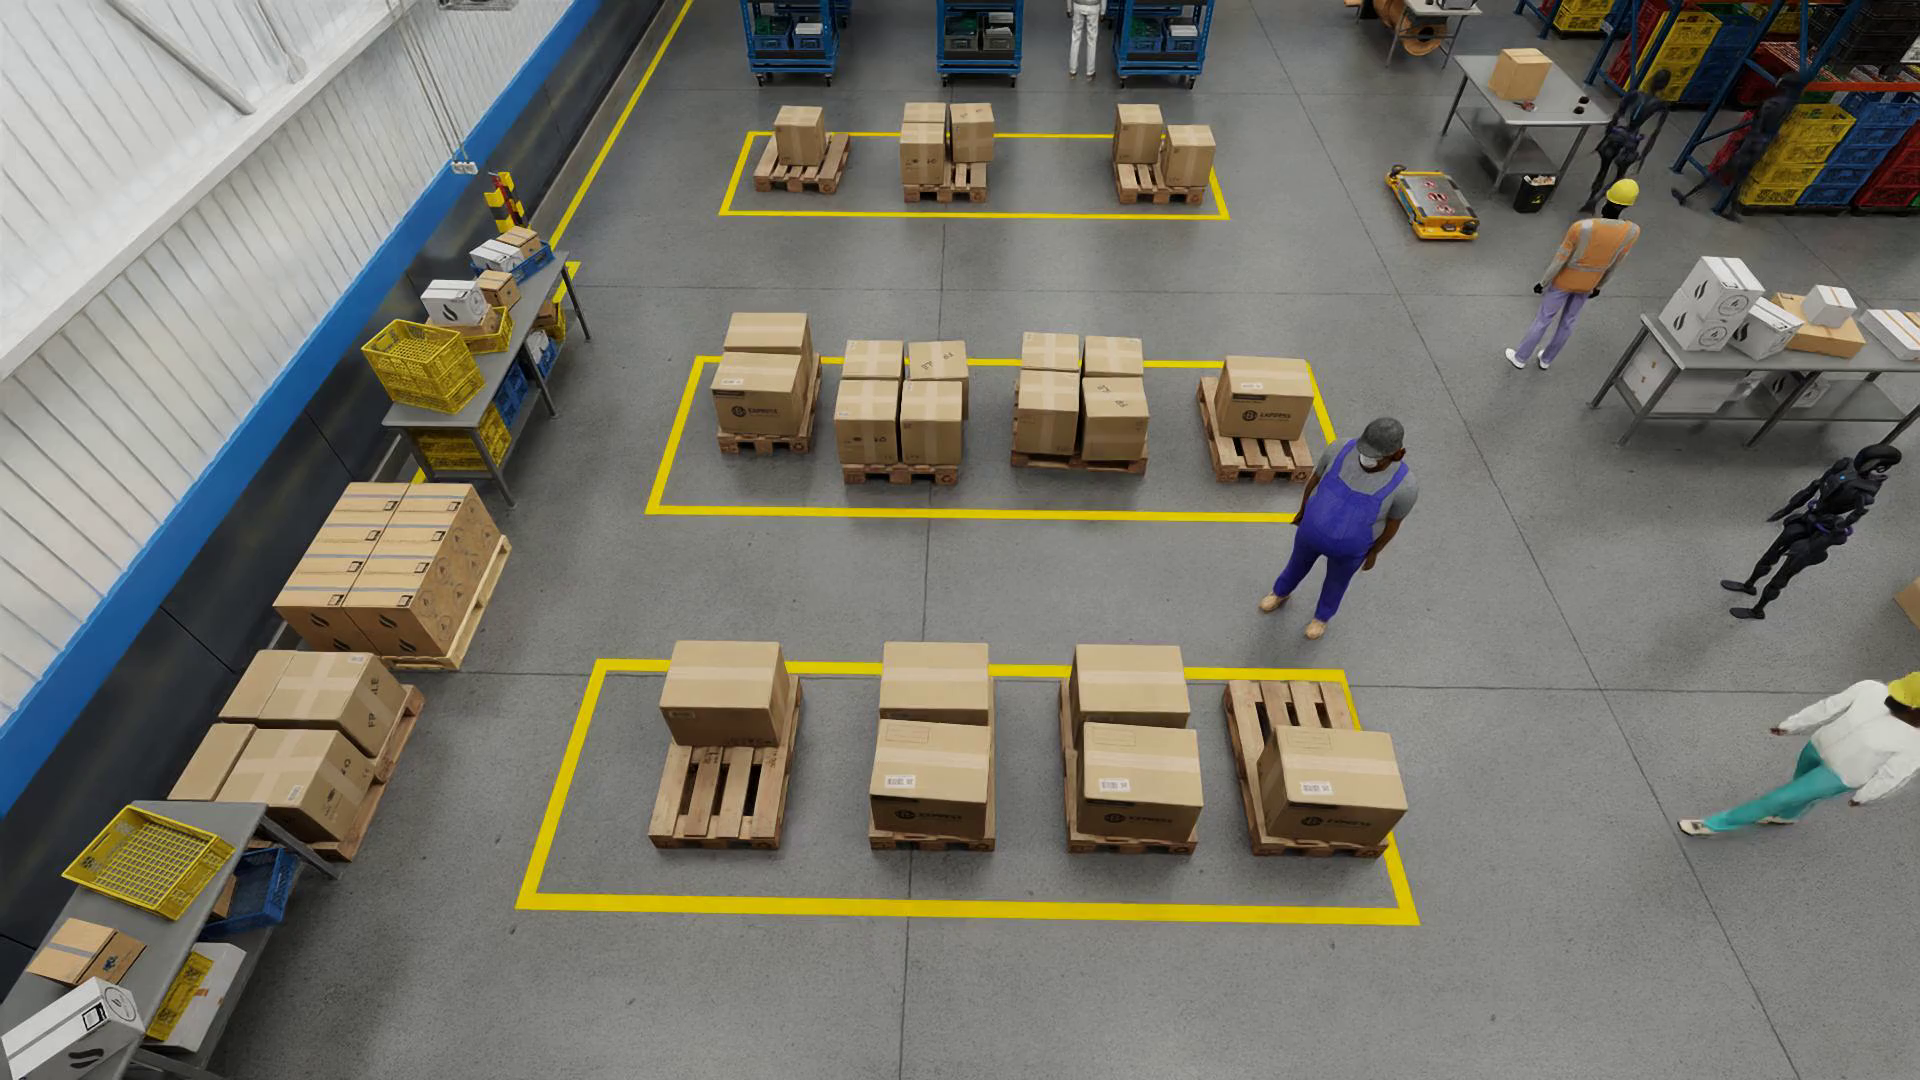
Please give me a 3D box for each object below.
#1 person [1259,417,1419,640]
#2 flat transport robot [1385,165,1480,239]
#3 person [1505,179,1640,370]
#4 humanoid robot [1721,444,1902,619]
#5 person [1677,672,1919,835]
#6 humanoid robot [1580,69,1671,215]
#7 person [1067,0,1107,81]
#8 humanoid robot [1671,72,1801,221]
[{"bbox_3d":[2.637,-0.057,6.412,0.674,2.000,0.536,36,58,27],"label":"person"},{"bbox_3d":[5.692,-4.094,11.059,0.652,0.197,1.431,1,49,1],"label":"flat transport robot"},{"bbox_3d":[5.715,-2.422,8.533,0.584,1.928,0.365,5,49,5],"label":"person"},{"bbox_3d":[6.164,-0.066,6.658,0.330,1.650,0.571,12,50,11],"label":"humanoid robot"},{"bbox_3d":[5.081,1.294,5.445,0.879,1.719,0.541,1,49,1],"label":"person"},{"bbox_3d":[7.621,-4.521,10.519,0.443,1.647,0.599,-27,54,-21],"label":"humanoid robot"},{"bbox_3d":[1.791,-7.517,12.973,0.574,1.882,0.362,14,51,12],"label":"person"},{"bbox_3d":[9.047,-4.541,10.565,0.582,1.615,0.791,-25,54,-20],"label":"humanoid robot"}]
